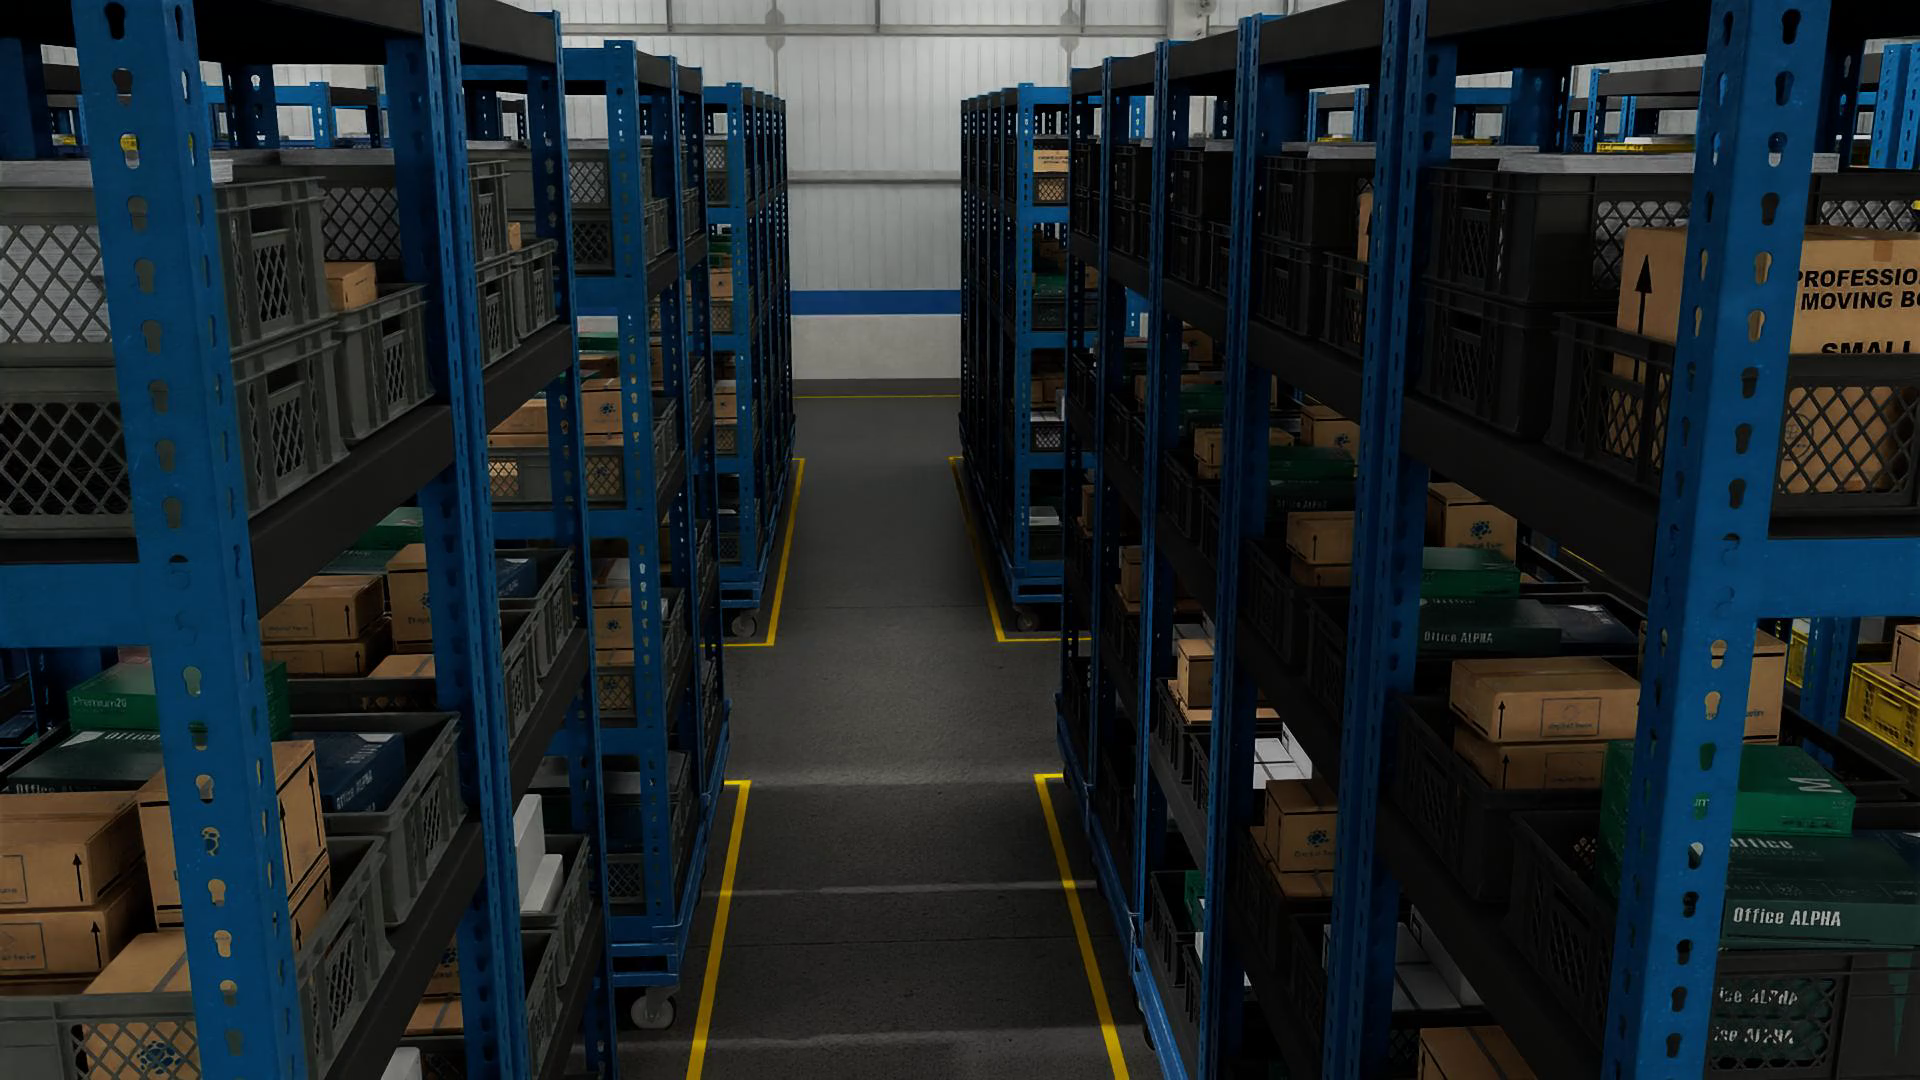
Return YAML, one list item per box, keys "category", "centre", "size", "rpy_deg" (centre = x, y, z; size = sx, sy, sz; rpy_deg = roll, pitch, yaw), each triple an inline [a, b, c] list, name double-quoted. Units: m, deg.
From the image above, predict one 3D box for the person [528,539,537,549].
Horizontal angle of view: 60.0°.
- category: "person"
  centre: [-2.641, -0.199, 10.474]
  size: [0.415, 1.985, 0.611]
  rpy_deg: [-1, 14, -3]
